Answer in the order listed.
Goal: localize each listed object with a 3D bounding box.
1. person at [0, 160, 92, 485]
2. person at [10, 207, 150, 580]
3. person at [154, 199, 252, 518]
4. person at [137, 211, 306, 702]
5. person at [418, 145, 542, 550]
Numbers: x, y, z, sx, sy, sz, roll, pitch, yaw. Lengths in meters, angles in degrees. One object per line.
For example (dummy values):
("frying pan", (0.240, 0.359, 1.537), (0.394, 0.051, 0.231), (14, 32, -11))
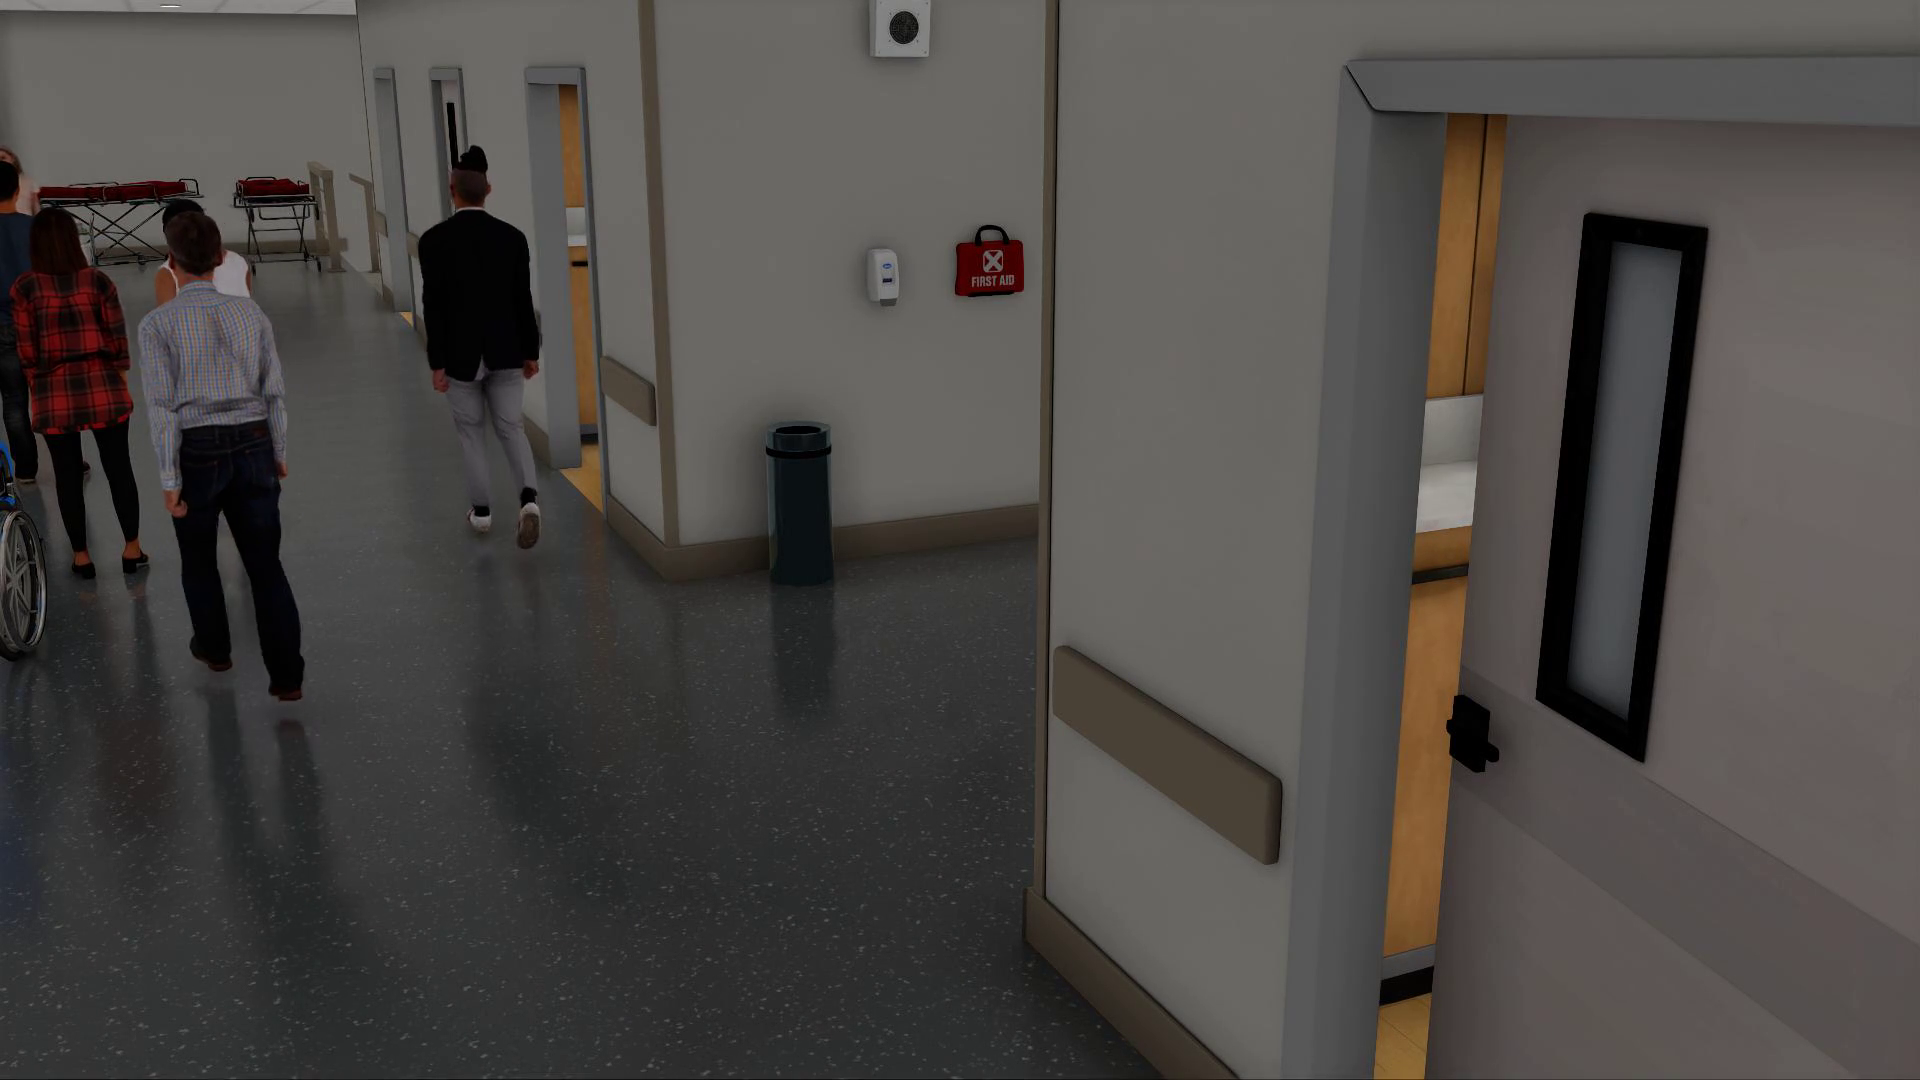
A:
("person", (-5.318, -1.228, 9.437), (0.641, 1.810, 0.531), (-7, 17, -22))
("person", (-4.057, -0.672, 7.665), (0.602, 1.702, 0.544), (-7, 17, -22))
("person", (-3.743, -0.857, 8.374), (0.773, 1.673, 0.765), (14, 21, 41))
("person", (-2.641, -0.247, 6.028), (0.864, 1.773, 1.254), (-12, 20, -37))
("person", (-2.283, -0.904, 8.075), (0.763, 1.926, 1.181), (-8, 18, -27))
